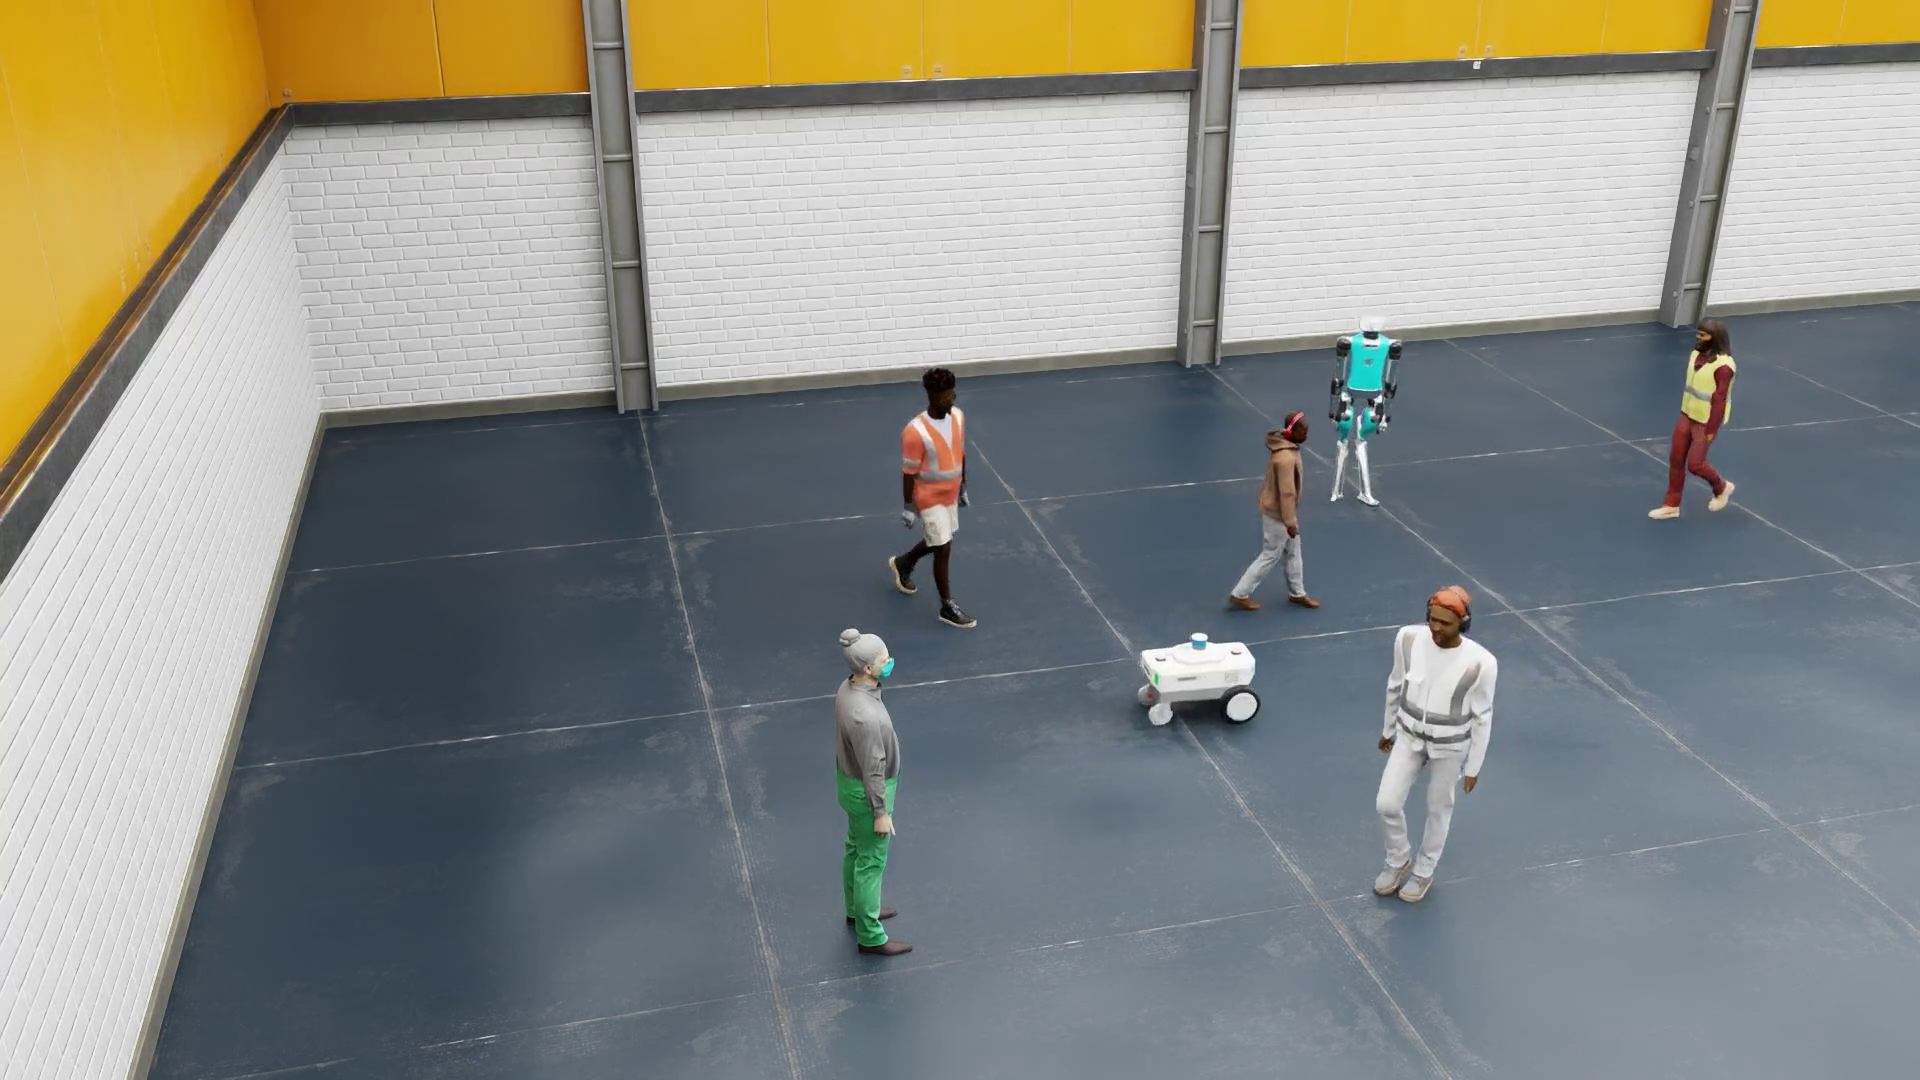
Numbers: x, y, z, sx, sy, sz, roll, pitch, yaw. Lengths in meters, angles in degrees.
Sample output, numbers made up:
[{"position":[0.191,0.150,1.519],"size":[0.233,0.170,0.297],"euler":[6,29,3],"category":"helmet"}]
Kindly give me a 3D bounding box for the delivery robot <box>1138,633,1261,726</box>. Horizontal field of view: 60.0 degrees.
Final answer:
[{"position":[1.584,0.907,10.965],"size":[0.809,0.611,0.499],"euler":[-4,24,-9],"category":"delivery robot"}]

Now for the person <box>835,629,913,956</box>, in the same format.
[{"position":[-0.458,1.275,8.518],"size":[0.340,1.839,0.510],"euler":[-6,24,-13],"category":"person"}]

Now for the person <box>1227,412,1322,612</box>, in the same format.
[{"position":[2.336,-0.207,12.166],"size":[0.692,1.602,0.525],"euler":[4,24,10],"category":"person"}]

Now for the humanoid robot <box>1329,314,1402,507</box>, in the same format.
[{"position":[3.379,-1.113,14.063],"size":[0.545,1.766,0.779],"euler":[3,24,7],"category":"humanoid robot"}]

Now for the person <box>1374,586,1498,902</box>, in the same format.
[{"position":[2.476,1.121,8.825],"size":[0.602,1.870,0.507],"euler":[17,29,34],"category":"person"}]

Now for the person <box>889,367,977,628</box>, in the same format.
[{"position":[-0.226,-0.355,12.096],"size":[0.836,1.943,0.615],"euler":[17,29,34],"category":"person"}]

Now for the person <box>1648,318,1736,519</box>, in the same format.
[{"position":[6.158,-0.988,13.760],"size":[0.591,1.751,0.477],"euler":[-6,24,-13],"category":"person"}]
